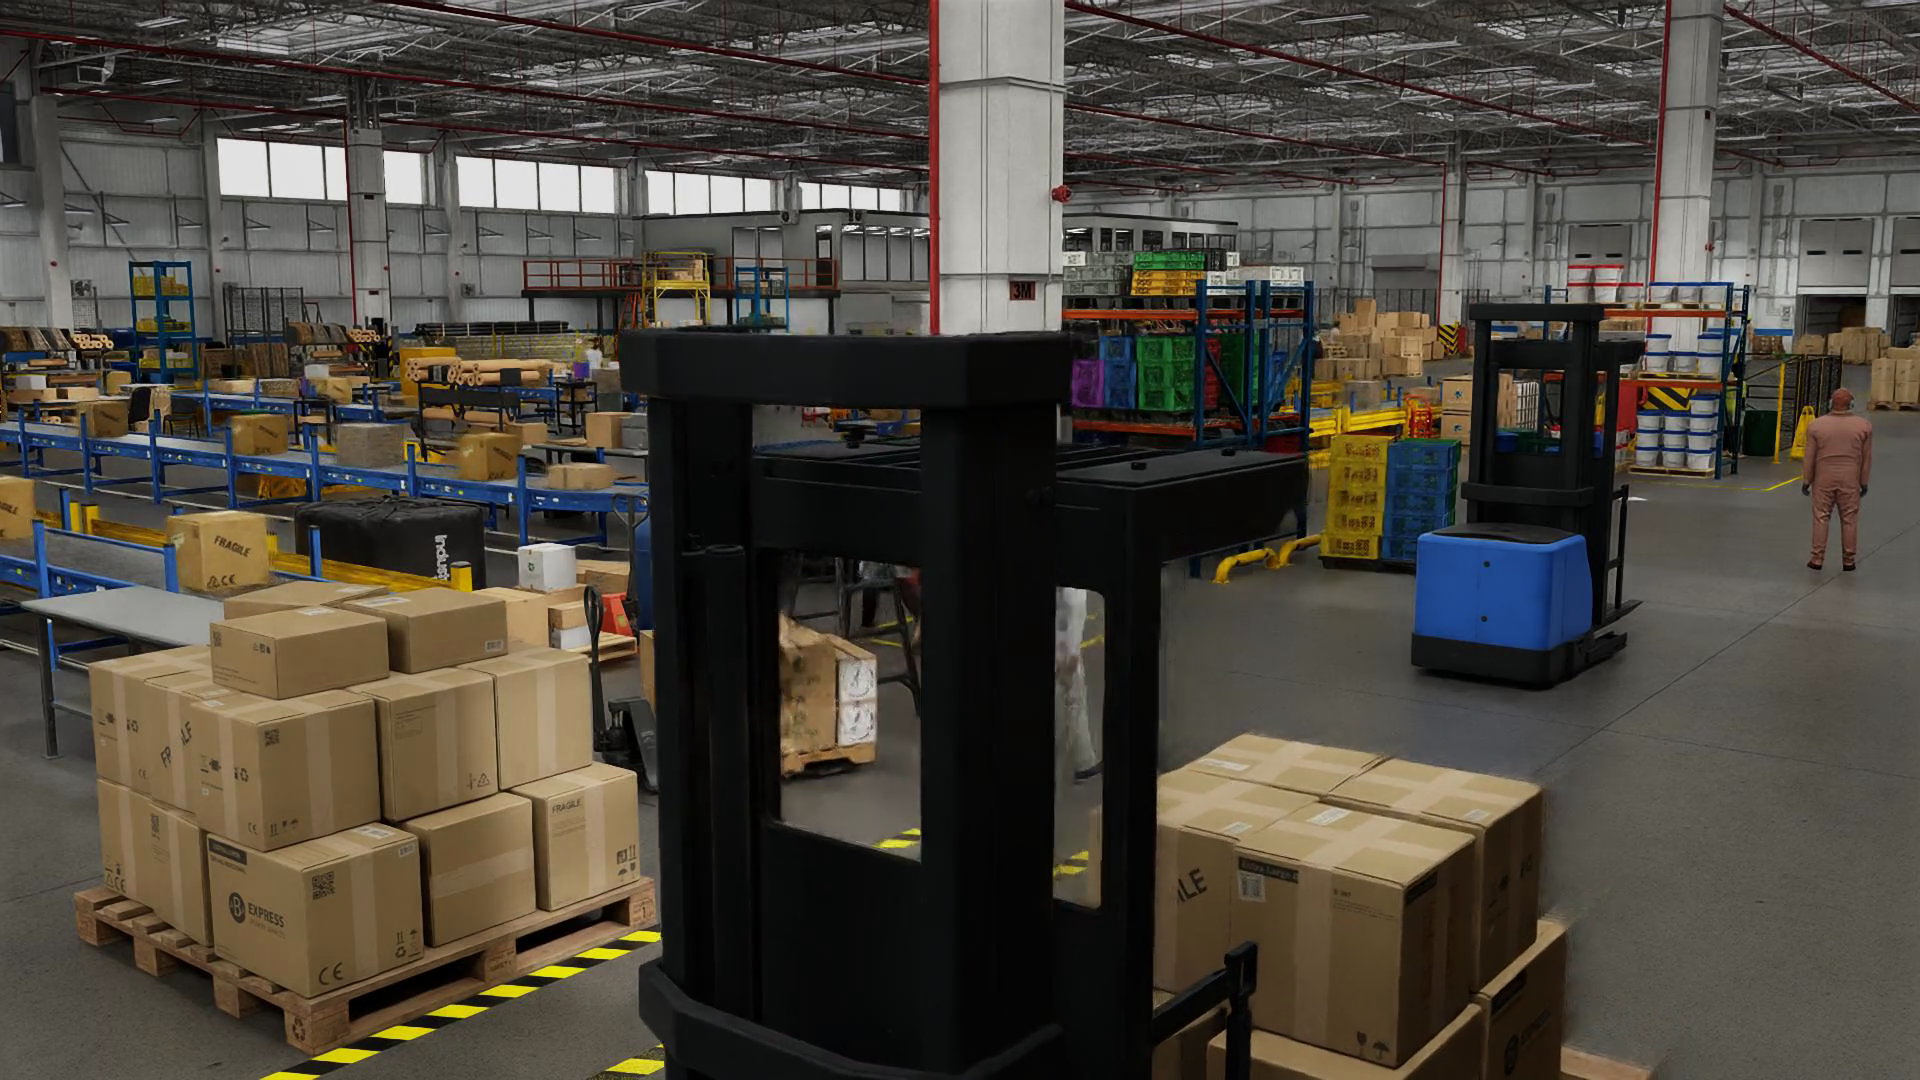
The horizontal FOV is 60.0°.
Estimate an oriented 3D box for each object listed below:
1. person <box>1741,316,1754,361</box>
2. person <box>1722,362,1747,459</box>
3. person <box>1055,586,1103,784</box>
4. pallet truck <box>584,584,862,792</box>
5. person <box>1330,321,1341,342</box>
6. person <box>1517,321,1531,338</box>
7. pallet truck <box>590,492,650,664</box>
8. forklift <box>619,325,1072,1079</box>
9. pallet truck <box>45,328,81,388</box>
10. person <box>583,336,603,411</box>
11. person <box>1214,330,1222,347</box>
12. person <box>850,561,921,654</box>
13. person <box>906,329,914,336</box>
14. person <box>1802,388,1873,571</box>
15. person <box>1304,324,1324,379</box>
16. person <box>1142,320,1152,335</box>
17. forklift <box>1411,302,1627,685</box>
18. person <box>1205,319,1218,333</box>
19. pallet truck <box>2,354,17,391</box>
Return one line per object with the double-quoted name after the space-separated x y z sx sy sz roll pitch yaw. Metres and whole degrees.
33.726 -8.620 71.209 0.590 1.925 0.376 -7 11 -39 "person"
13.608 -2.275 29.191 0.317 1.698 0.540 -1 9 -9 "person"
0.544 0.560 9.701 0.588 1.802 0.840 5 10 33 "person"
-1.426 0.805 10.019 1.601 1.201 0.680 -4 9 -26 "pallet truck"
13.720 -6.987 60.283 0.972 1.893 0.630 1 8 5 "person"
26.014 -9.443 76.769 0.667 1.914 1.024 6 10 34 "person"
-3.115 0.344 12.883 0.653 1.274 1.630 7 11 37 "pallet truck"
-0.255 0.949 3.499 1.129 2.768 1.873 7 11 37 "forklift"
-23.775 -4.544 43.495 1.885 1.965 0.823 6 10 35 "pallet truck"
-8.951 -4.044 40.611 0.592 1.851 0.530 6 10 36 "person"
6.740 -4.523 43.549 0.553 1.935 0.361 -8 12 -44 "person"
-0.544 0.091 13.385 0.543 1.658 0.779 -8 11 -42 "person"
-1.631 -5.969 53.972 0.569 1.730 0.566 -4 9 -24 "person"
9.165 -0.629 17.404 0.638 1.911 0.402 3 9 22 "person"
10.668 -5.526 49.966 0.689 2.000 1.063 -7 11 -39 "person"
6.812 -7.064 60.781 0.434 1.913 0.586 -1 8 -4 "person"
4.379 -0.438 12.852 1.129 2.768 1.873 7 11 37 "forklift"
8.988 -6.859 59.187 0.616 1.979 1.114 -1 8 -7 "person"
-24.881 -4.417 42.634 1.885 1.965 0.823 8 11 41 "pallet truck"
